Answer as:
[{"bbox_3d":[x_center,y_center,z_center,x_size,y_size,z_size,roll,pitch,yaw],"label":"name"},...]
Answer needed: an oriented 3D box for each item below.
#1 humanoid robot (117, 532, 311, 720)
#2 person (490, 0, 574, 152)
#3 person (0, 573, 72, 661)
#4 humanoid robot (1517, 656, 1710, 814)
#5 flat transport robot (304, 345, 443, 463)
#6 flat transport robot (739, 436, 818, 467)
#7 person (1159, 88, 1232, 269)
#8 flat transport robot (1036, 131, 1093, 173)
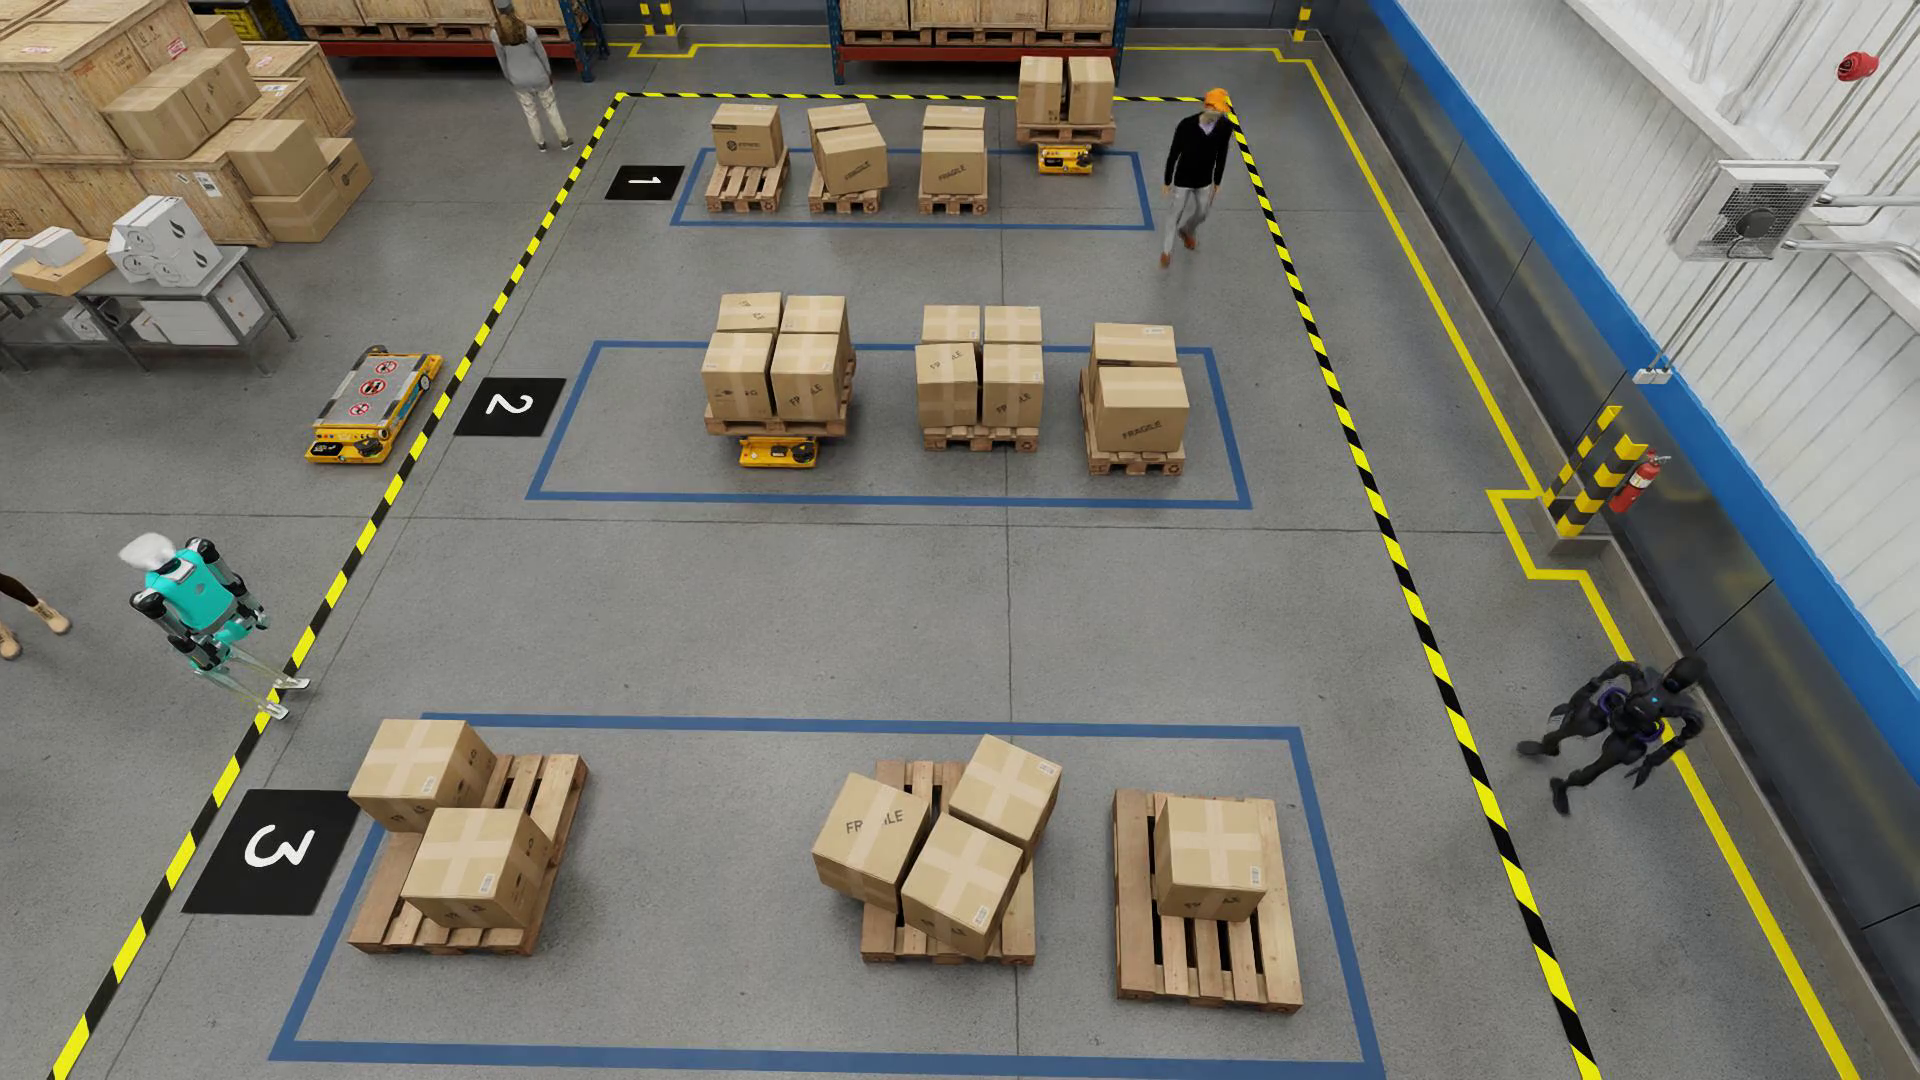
[{"bbox_3d":[-4.849,0.548,5.857,0.735,1.672,0.533,9,50,8],"label":"humanoid robot"},{"bbox_3d":[-5.233,-5.625,11.145,0.561,1.764,0.402,-6,50,-5],"label":"person"},{"bbox_3d":[-6.961,0.097,6.130,0.601,2.035,0.396,-36,59,-26],"label":"person"},{"bbox_3d":[3.955,1.109,5.509,0.451,1.648,0.615,-29,55,-22],"label":"humanoid robot"},{"bbox_3d":[-5.383,-1.269,8.441,0.659,0.231,1.431,1,50,1],"label":"flat transport robot"},{"bbox_3d":[-1.582,-1.235,8.394,0.652,0.197,1.431,1,50,1],"label":"flat transport robot"},{"bbox_3d":[2.393,-3.753,9.507,0.641,1.865,0.476,-6,50,-5],"label":"person"},{"bbox_3d":[1.310,-5.135,11.694,0.652,0.197,1.431,1,50,1],"label":"flat transport robot"}]
